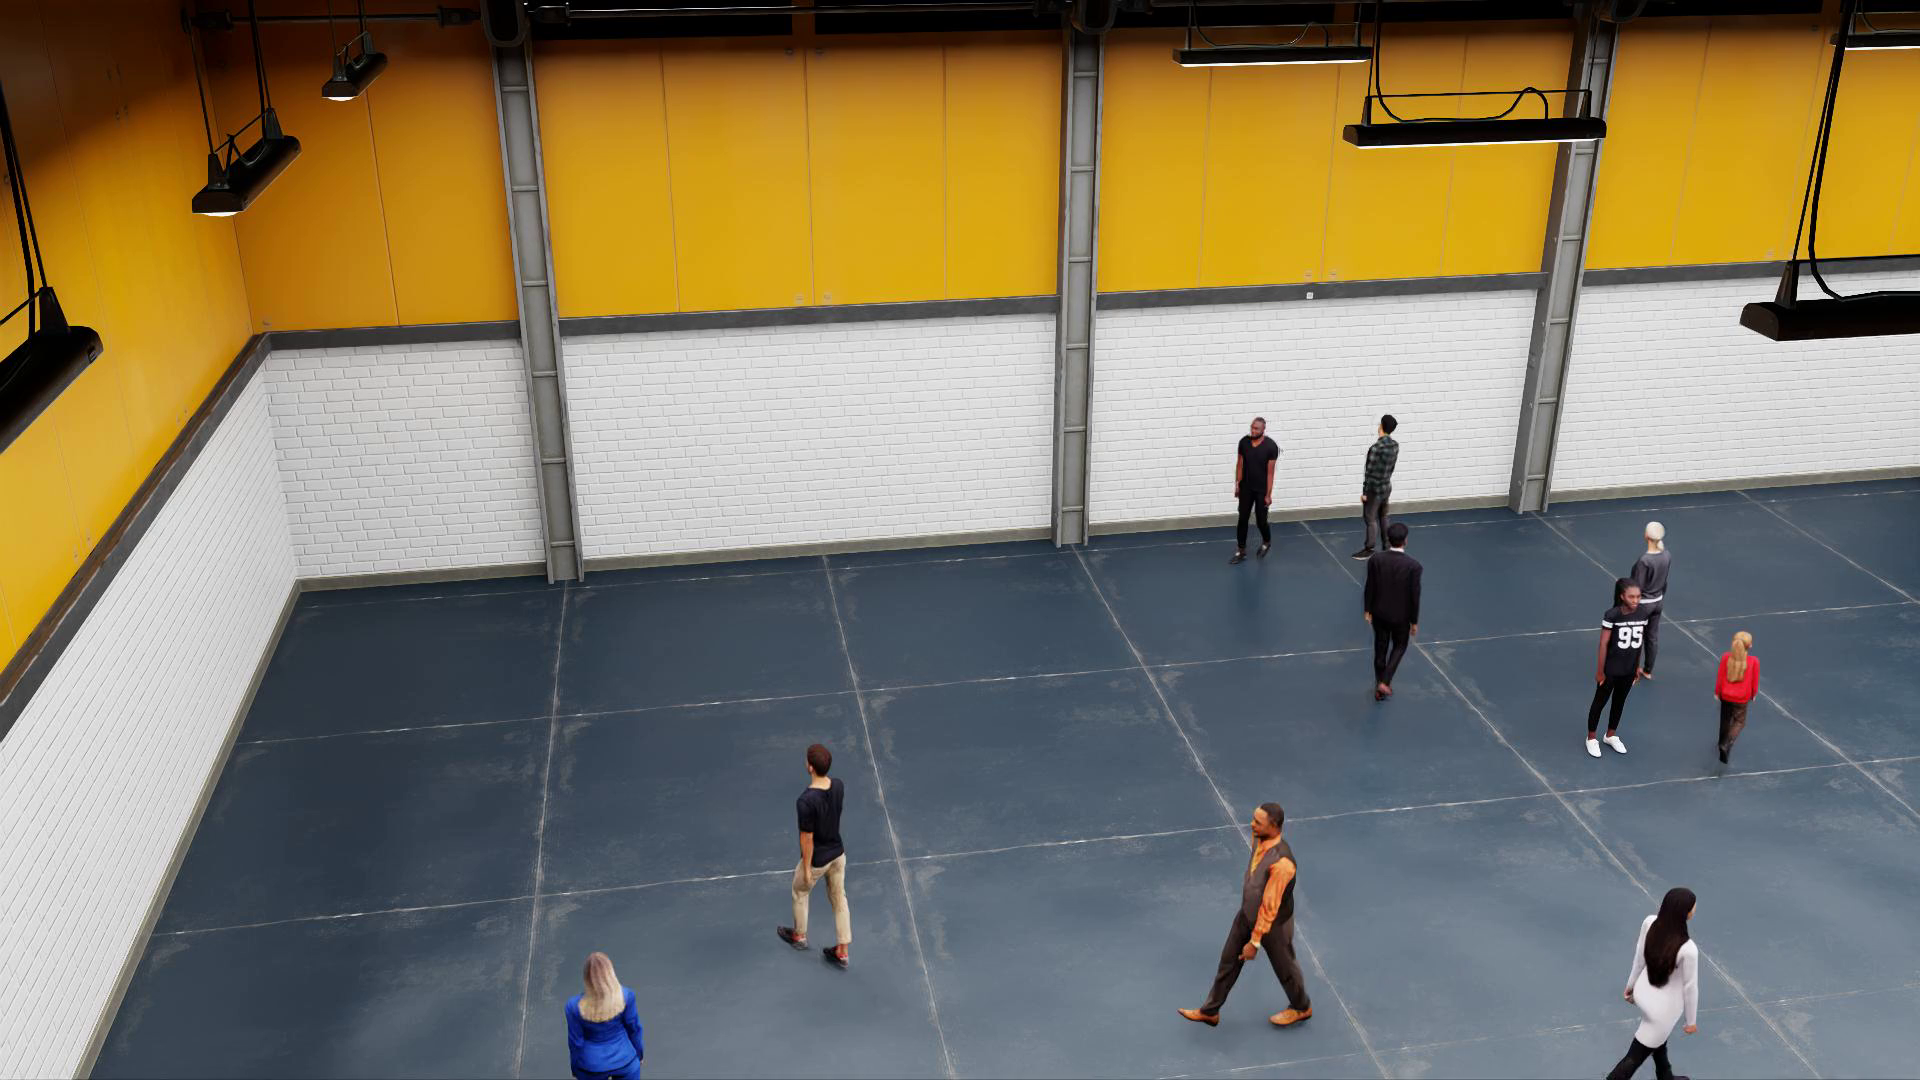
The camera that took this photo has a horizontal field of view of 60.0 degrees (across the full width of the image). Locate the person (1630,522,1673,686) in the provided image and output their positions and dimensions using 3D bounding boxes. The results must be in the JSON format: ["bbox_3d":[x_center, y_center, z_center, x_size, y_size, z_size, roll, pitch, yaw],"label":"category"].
[{"bbox_3d":[6.902,0.622,16.728,0.550,1.726,0.721,-11,26,-24],"label":"person"}]

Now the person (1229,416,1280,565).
[{"bbox_3d":[3.476,-0.590,19.392,0.908,1.813,0.969,20,30,38],"label":"person"}]

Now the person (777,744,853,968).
[{"bbox_3d":[-0.971,2.413,12.500,1.021,1.830,0.996,21,31,39],"label":"person"}]

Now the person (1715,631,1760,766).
[{"bbox_3d":[7.161,1.460,15.381,0.797,1.270,0.871,16,28,33],"label":"person"}]

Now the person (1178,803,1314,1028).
[{"bbox_3d":[2.268,2.710,11.787,1.255,1.858,0.783,-7,24,-15],"label":"person"}]

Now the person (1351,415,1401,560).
[{"bbox_3d":[4.791,-0.598,19.122,0.879,1.692,0.754,15,28,31],"label":"person"}]

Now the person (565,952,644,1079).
[{"bbox_3d":[-2.232,3.335,10.553,0.524,1.700,0.704,-7,25,-16],"label":"person"}]

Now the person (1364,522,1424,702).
[{"bbox_3d":[4.186,0.746,16.259,0.845,1.875,0.922,13,27,27],"label":"person"}]

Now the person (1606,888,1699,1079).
[{"bbox_3d":[4.518,3.110,10.990,1.216,1.763,0.763,-8,25,-18],"label":"person"}]

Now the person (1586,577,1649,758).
[{"bbox_3d":[6.113,1.174,15.460,0.527,1.729,0.674,-5,24,-12],"label":"person"}]
